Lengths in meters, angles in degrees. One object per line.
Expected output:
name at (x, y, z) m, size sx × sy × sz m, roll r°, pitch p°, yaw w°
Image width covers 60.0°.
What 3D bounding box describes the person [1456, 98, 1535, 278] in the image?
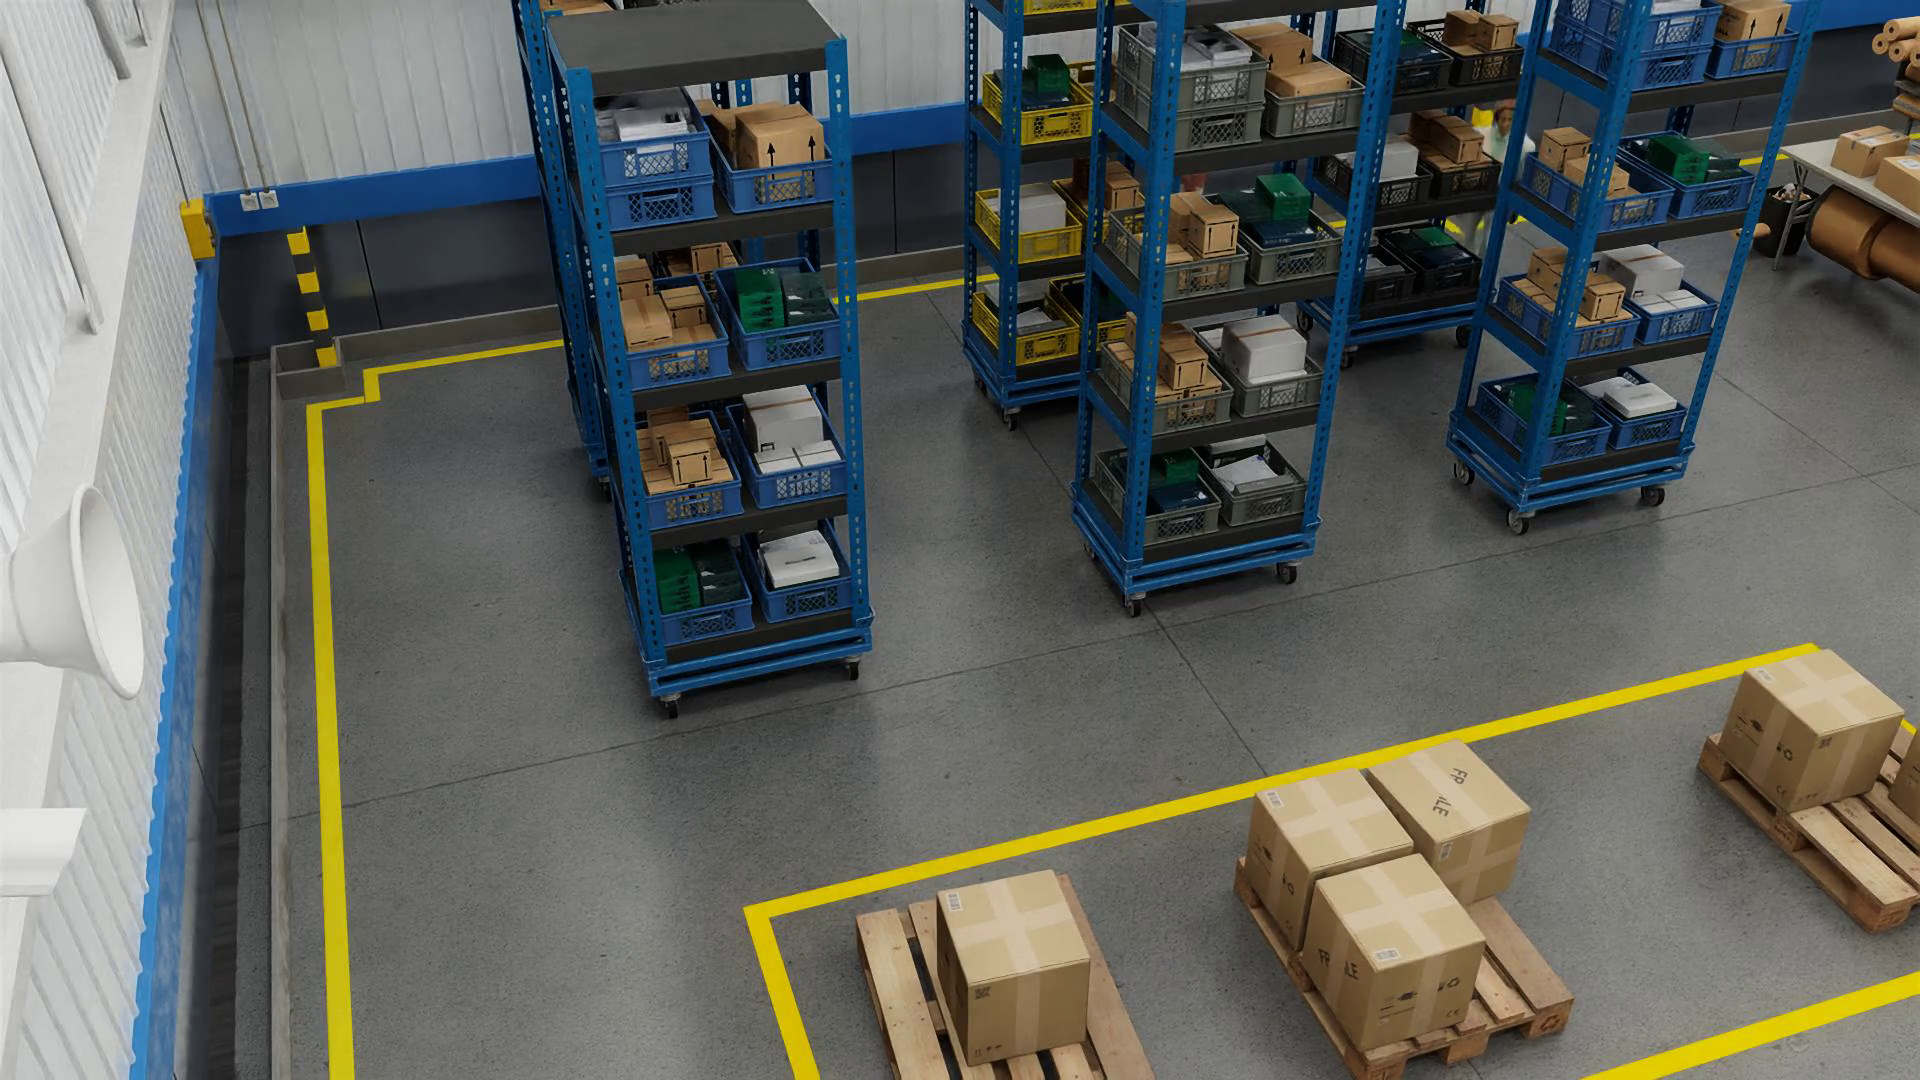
person at (3.972, -2.545, 12.477) m, size 0.528 × 1.616 × 0.668 m, roll 19°, pitch 40°, yaw 25°
